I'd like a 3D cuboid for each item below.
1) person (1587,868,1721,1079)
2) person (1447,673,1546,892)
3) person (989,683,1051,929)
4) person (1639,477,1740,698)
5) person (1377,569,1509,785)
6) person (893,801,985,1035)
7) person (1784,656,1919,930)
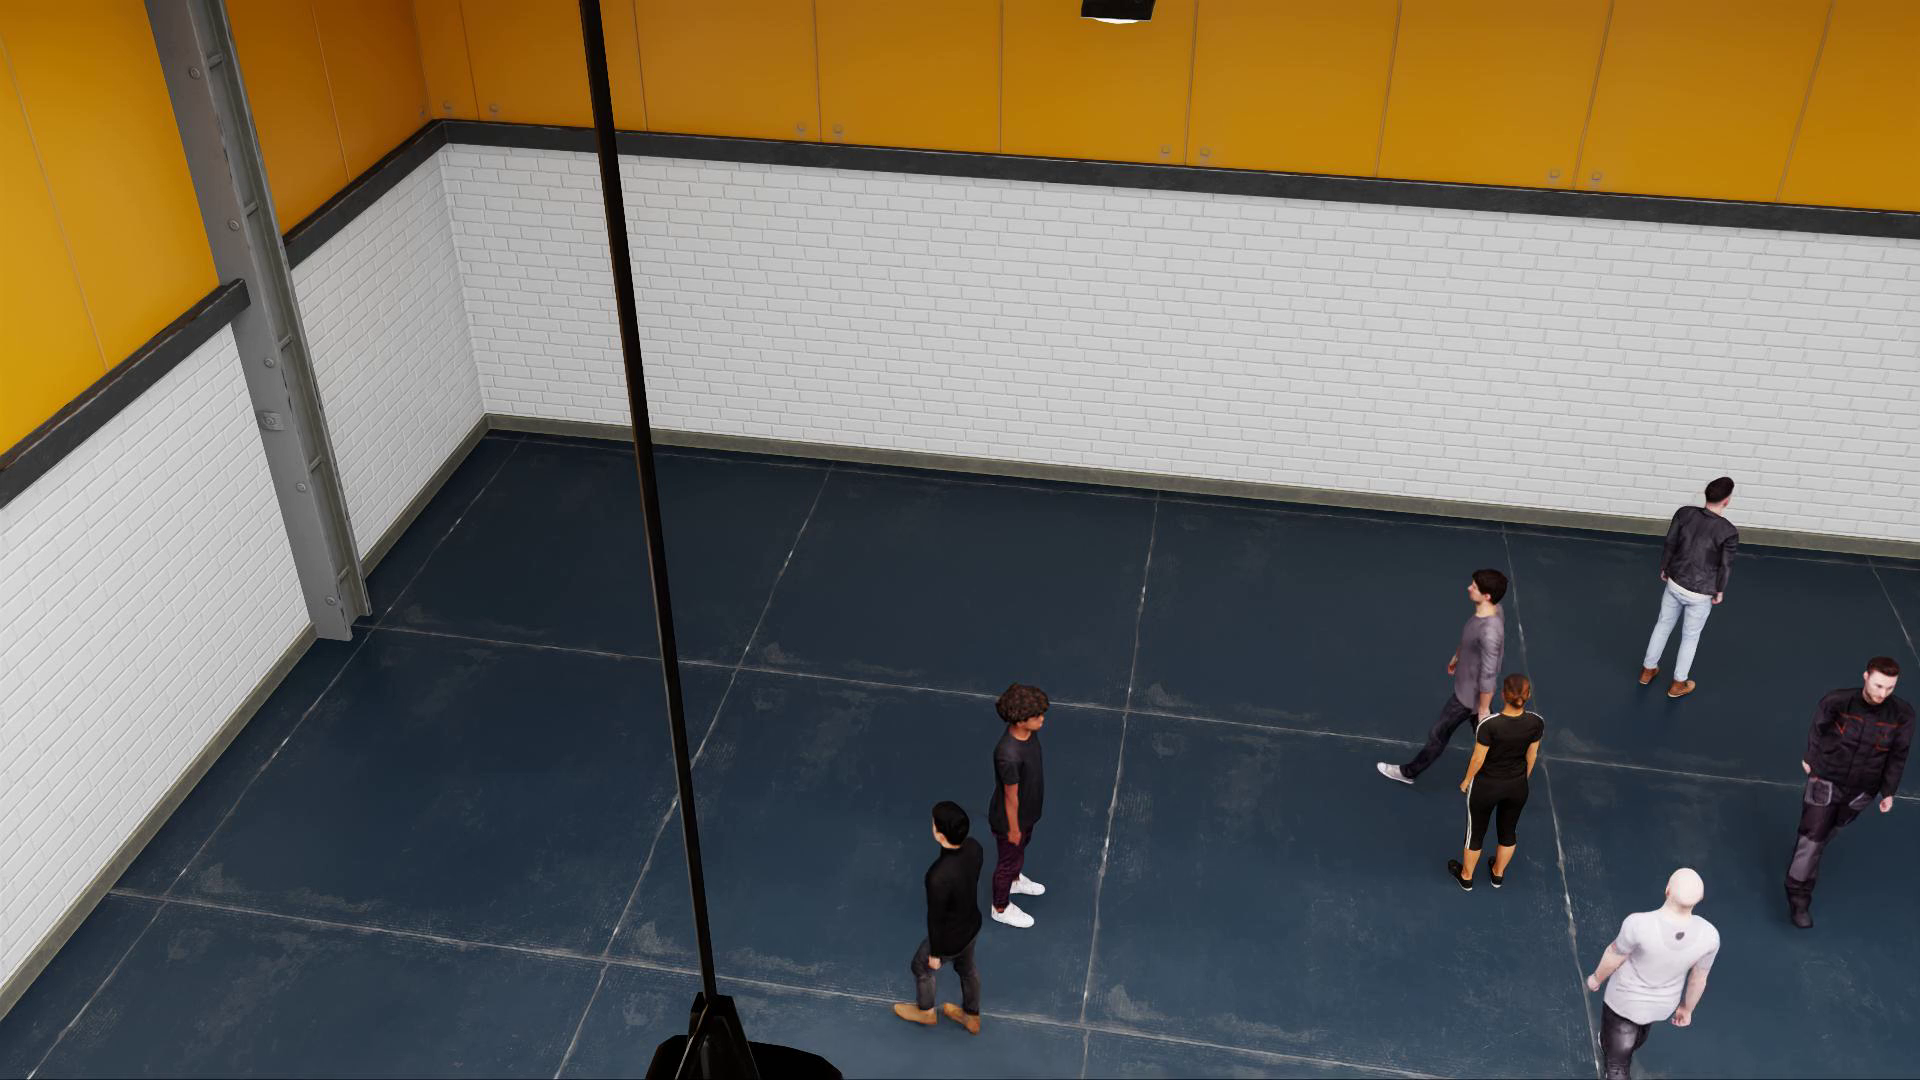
[{"bbox_3d":[3.656,2.524,8.884,0.773,1.799,1.231,1,34,2],"label":"person"},{"bbox_3d":[3.403,1.532,10.494,0.628,1.669,0.587,-2,34,-4],"label":"person"},{"bbox_3d":[0.343,1.619,10.264,0.698,1.779,0.548,11,35,16],"label":"person"},{"bbox_3d":[5.338,0.333,12.146,0.764,1.836,0.730,-26,42,-34],"label":"person"},{"bbox_3d":[3.540,1.008,11.159,0.867,1.804,1.122,10,35,15],"label":"person"},{"bbox_3d":[0.007,2.206,9.441,0.896,1.712,0.831,21,39,29],"label":"person"},{"bbox_3d":[5.535,1.457,10.431,0.737,1.863,1.148,8,34,12],"label":"person"}]
